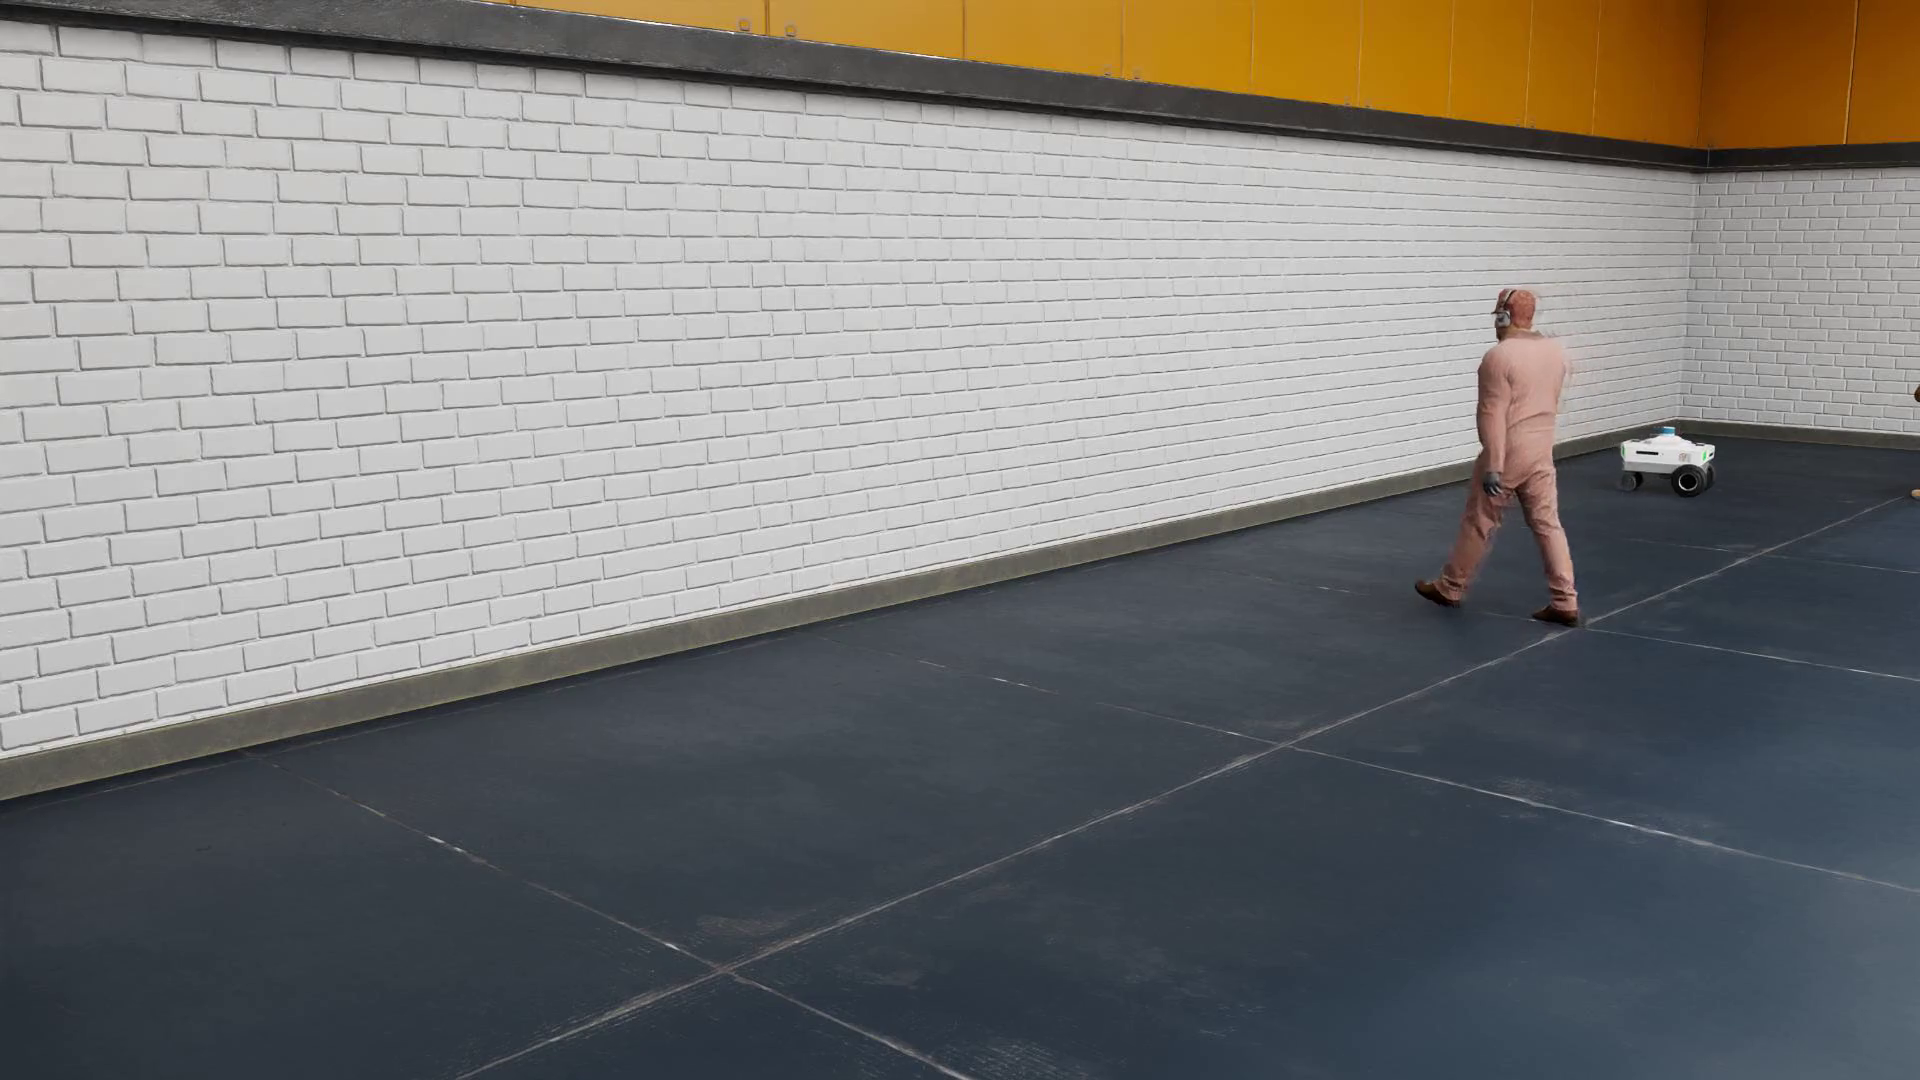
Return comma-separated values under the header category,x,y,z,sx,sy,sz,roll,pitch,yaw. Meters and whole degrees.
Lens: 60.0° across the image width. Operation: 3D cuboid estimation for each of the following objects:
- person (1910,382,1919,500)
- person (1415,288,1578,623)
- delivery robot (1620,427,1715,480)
category,x,y,z,sx,sy,sz,roll,pitch,yaw
person,8.123,-1.323,13.611,0.616,2.040,0.373,-1,10,-5
person,3.094,-0.478,9.348,0.676,1.851,1.026,-6,12,-32
delivery robot,6.004,-0.718,14.132,0.707,0.478,0.477,7,12,34
